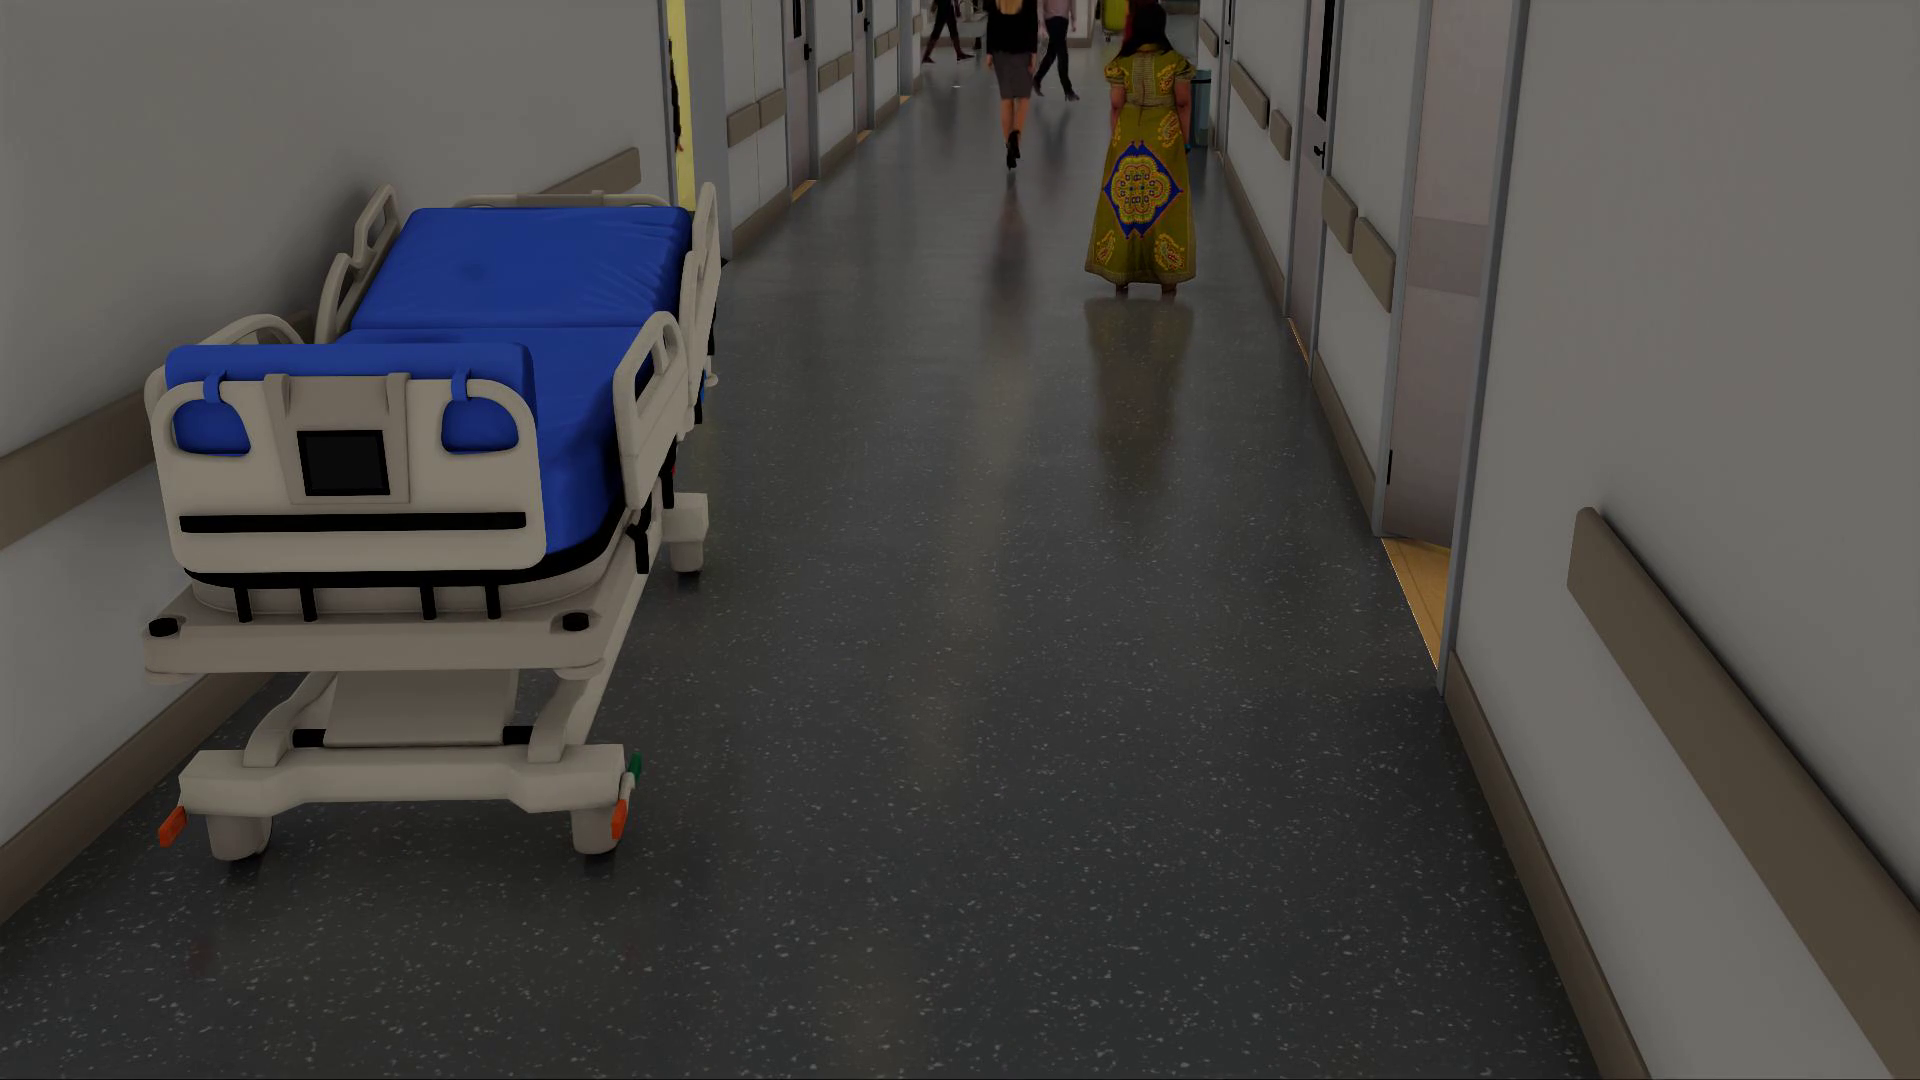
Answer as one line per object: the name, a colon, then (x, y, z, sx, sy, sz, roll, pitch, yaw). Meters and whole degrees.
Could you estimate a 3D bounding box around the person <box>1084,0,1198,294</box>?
person: (1.104, -2.303, 9.797, 0.740, 1.659, 0.938, 4, 21, 11)

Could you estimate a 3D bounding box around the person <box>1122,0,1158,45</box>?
person: (2.077, -5.903, 19.487, 0.982, 1.520, 0.854, 10, 23, 26)

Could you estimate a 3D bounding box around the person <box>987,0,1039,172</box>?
person: (0.425, -4.087, 14.261, 0.667, 1.834, 0.683, 3, 21, 9)

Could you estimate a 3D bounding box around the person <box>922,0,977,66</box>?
person: (-0.300, -7.708, 24.006, 1.151, 1.702, 0.920, -11, 23, -26)

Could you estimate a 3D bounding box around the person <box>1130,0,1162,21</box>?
person: (2.575, -7.478, 23.211, 0.588, 1.835, 0.762, 9, 22, 22)

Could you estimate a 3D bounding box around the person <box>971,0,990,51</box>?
person: (0.371, -8.835, 27.056, 0.581, 1.649, 0.711, 11, 23, 26)

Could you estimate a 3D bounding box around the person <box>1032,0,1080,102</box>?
person: (1.107, -6.104, 19.688, 1.202, 1.761, 1.158, -13, 24, -31)
